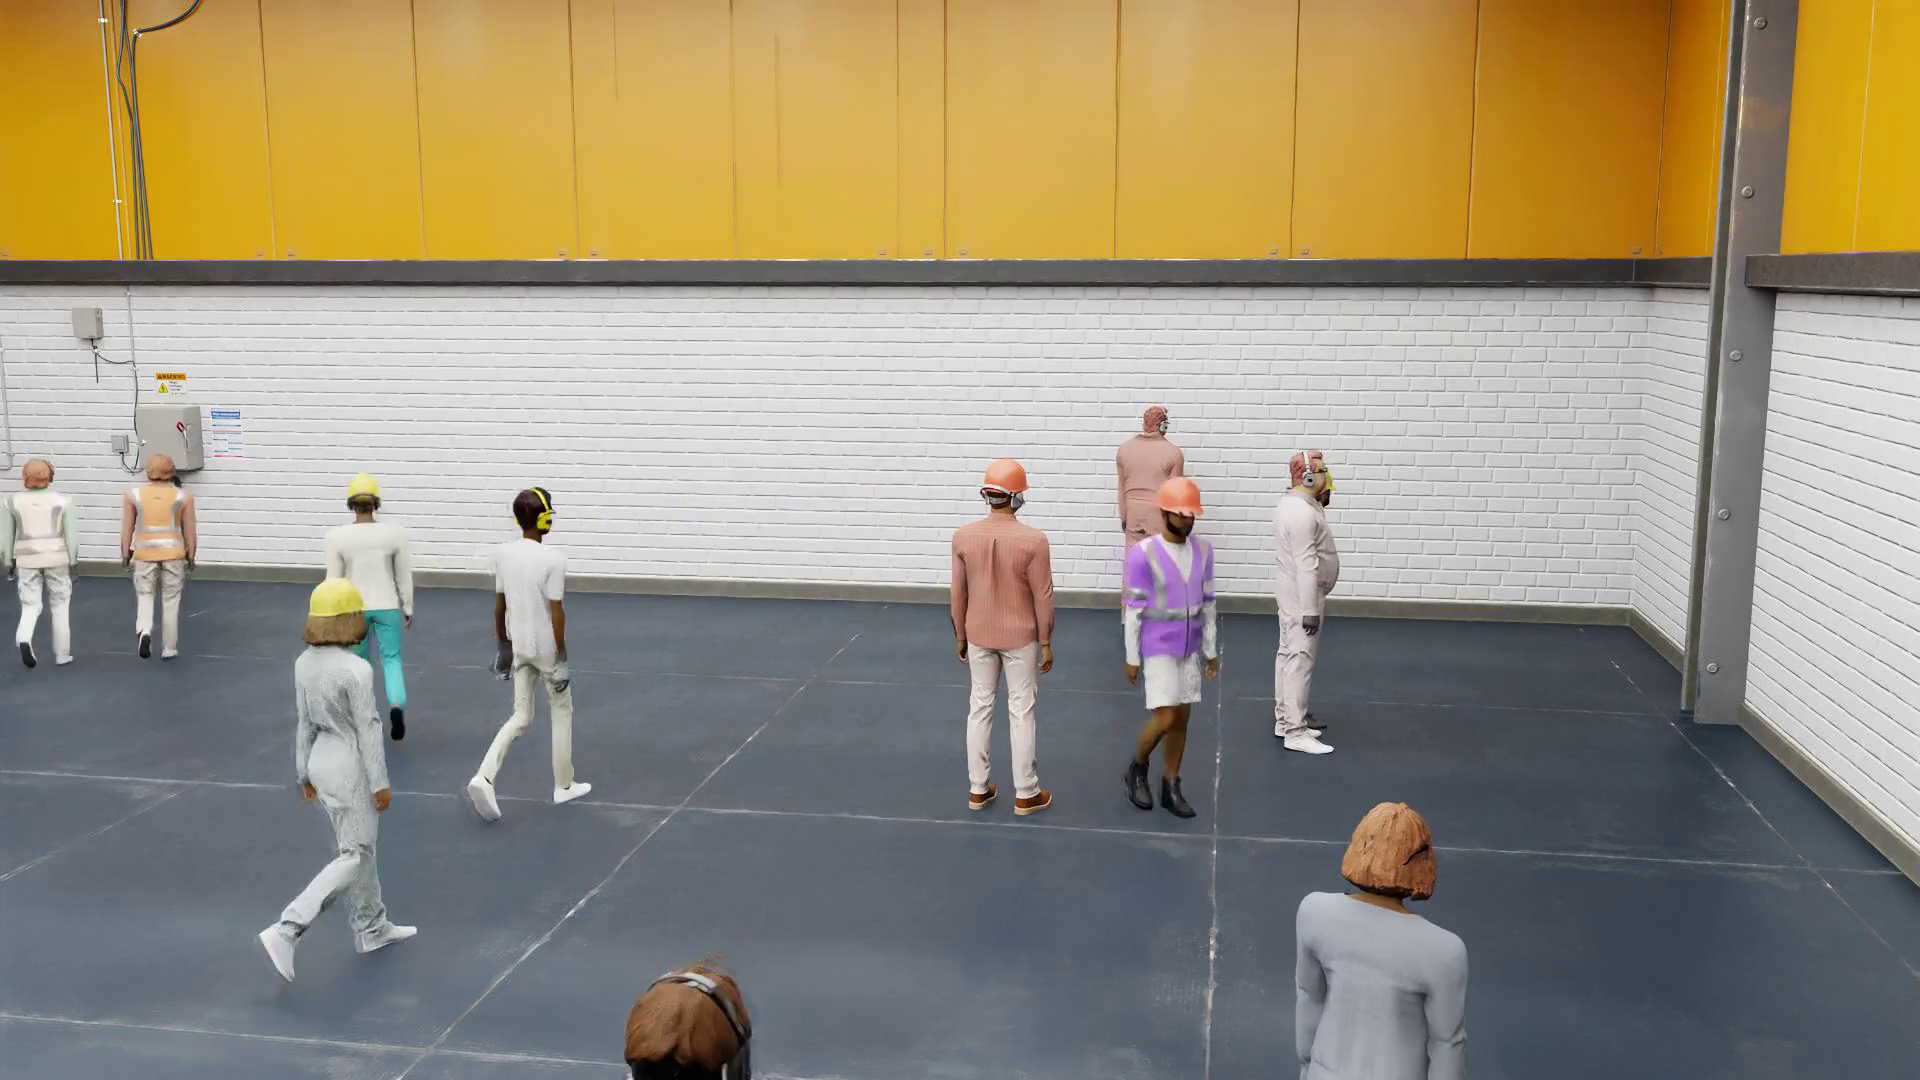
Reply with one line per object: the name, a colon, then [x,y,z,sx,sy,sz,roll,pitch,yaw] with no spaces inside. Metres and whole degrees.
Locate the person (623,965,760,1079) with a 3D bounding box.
person: [-0.462,1.656,2.946,0.636,1.826,0.561,2,9,11]

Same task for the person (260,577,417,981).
person: [-2.716,1.019,7.187,0.491,1.722,0.718,8,12,39]

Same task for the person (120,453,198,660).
person: [-6.193,0.144,12.875,0.548,1.621,0.492,-3,10,-19]

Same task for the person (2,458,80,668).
person: [-6.965,0.199,12.574,0.525,1.624,0.585,-3,10,-16]

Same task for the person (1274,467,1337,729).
person: [2.318,0.373,11.079,0.348,1.758,0.521,-2,9,-11]

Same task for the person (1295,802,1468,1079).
person: [1.122,1.504,4.504,0.494,1.624,0.280,7,12,39]

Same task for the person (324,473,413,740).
person: [-3.760,0.450,10.641,0.529,1.749,0.648,-5,10,-27]

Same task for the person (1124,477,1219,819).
person: [1.187,0.598,9.202,0.544,1.923,0.400,-5,11,-30]

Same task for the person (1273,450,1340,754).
person: [2.192,0.381,10.545,0.408,1.913,0.641,0,9,2]

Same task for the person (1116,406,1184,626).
person: [1.637,-0.186,14.090,0.637,1.900,0.403,6,11,35]

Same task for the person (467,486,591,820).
person: [-2.407,0.627,9.247,0.519,1.849,0.806,5,10,26]

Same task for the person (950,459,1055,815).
person: [0.246,0.540,9.305,0.610,1.996,0.379,4,10,24]
